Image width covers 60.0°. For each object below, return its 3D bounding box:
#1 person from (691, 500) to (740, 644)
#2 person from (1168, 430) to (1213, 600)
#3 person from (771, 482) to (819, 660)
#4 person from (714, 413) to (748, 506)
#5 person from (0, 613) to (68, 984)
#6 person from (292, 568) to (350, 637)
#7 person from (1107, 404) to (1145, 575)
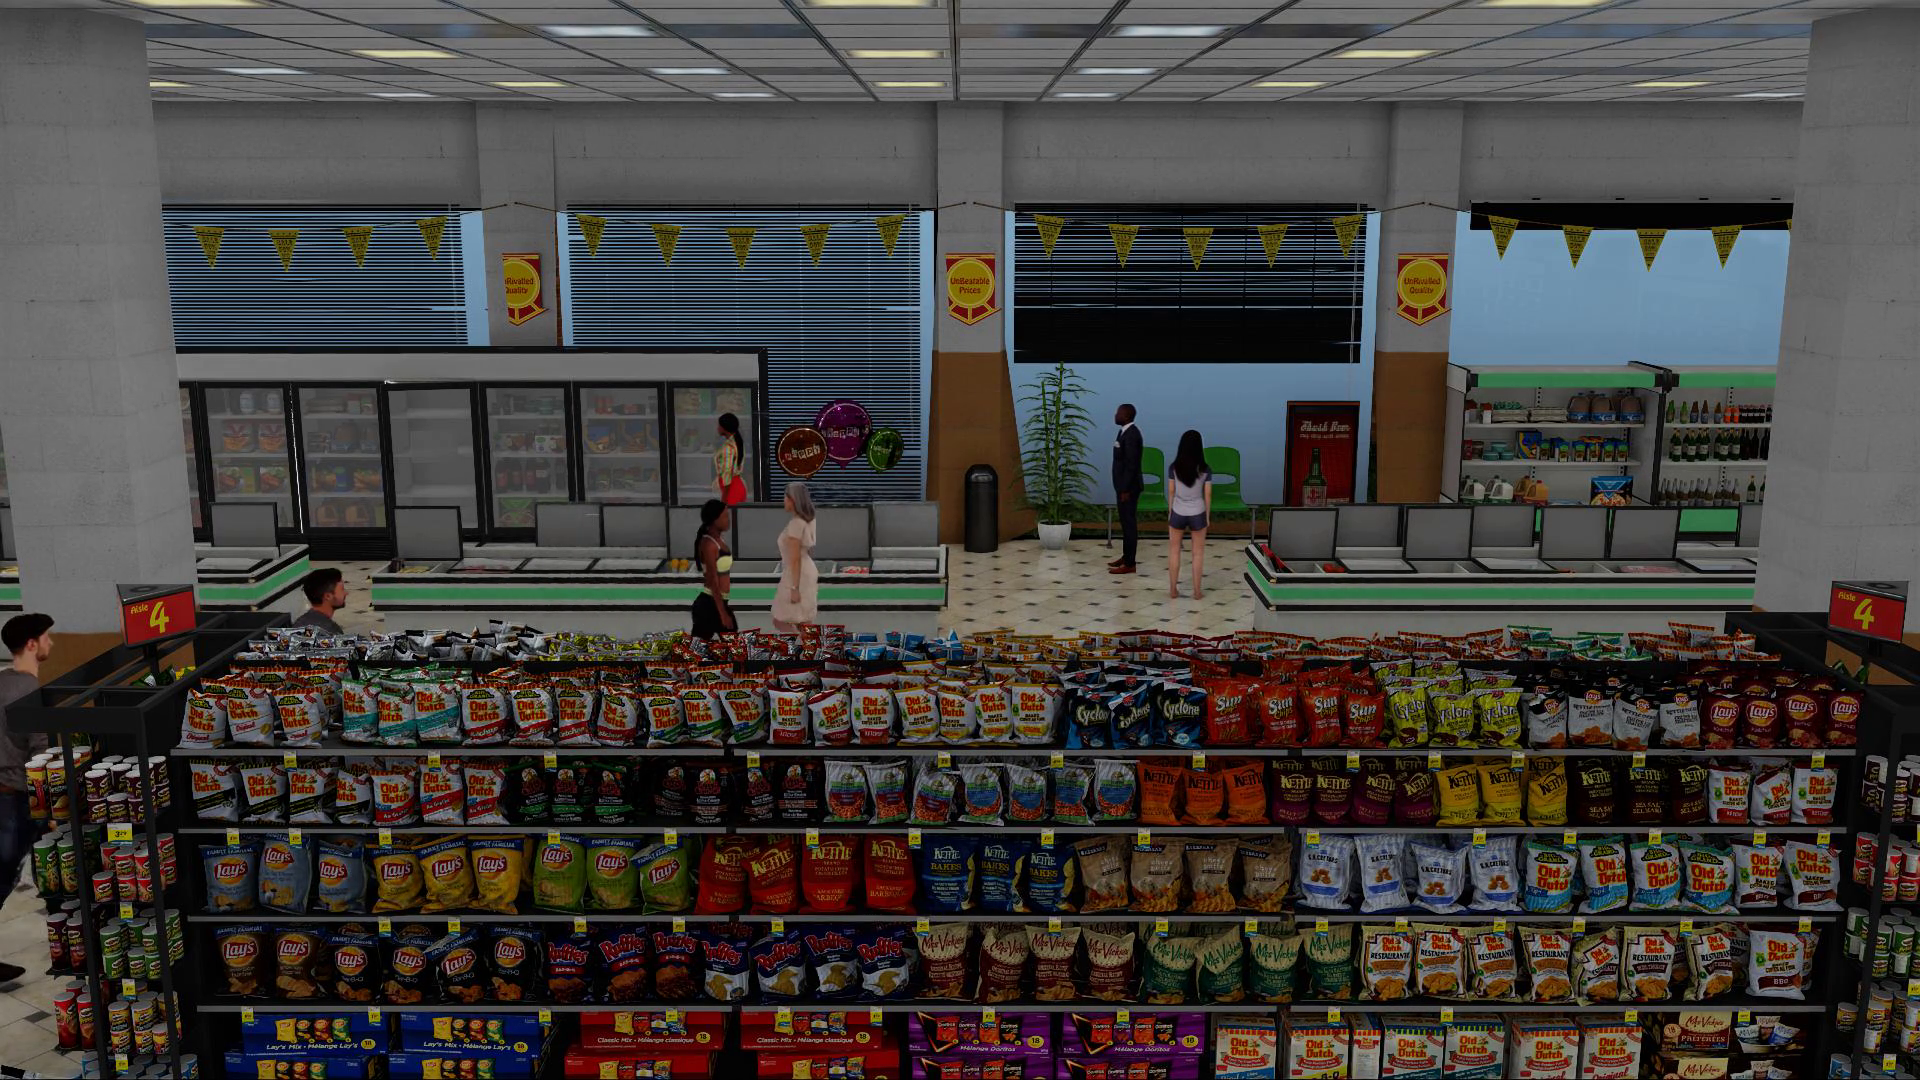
[{"bbox_3d":[-1.985,0.577,12.721,1.197,1.697,0.716,2,12,9],"label":"person"},{"bbox_3d":[2.282,-0.261,16.681,0.507,1.706,0.676,2,12,10],"label":"person"},{"bbox_3d":[-1.218,0.394,13.525,0.695,1.724,0.671,3,12,13],"label":"person"},{"bbox_3d":[-2.360,-0.432,17.280,0.575,1.793,0.616,2,12,10],"label":"person"},{"bbox_3d":[-4.970,1.361,8.627,1.132,1.851,1.171,11,16,42],"label":"person"},{"bbox_3d":[-3.820,1.113,9.850,1.298,1.832,1.162,-9,15,-35],"label":"person"},{"bbox_3d":[1.797,-0.563,17.829,0.624,1.823,0.700,1,12,5],"label":"person"}]
